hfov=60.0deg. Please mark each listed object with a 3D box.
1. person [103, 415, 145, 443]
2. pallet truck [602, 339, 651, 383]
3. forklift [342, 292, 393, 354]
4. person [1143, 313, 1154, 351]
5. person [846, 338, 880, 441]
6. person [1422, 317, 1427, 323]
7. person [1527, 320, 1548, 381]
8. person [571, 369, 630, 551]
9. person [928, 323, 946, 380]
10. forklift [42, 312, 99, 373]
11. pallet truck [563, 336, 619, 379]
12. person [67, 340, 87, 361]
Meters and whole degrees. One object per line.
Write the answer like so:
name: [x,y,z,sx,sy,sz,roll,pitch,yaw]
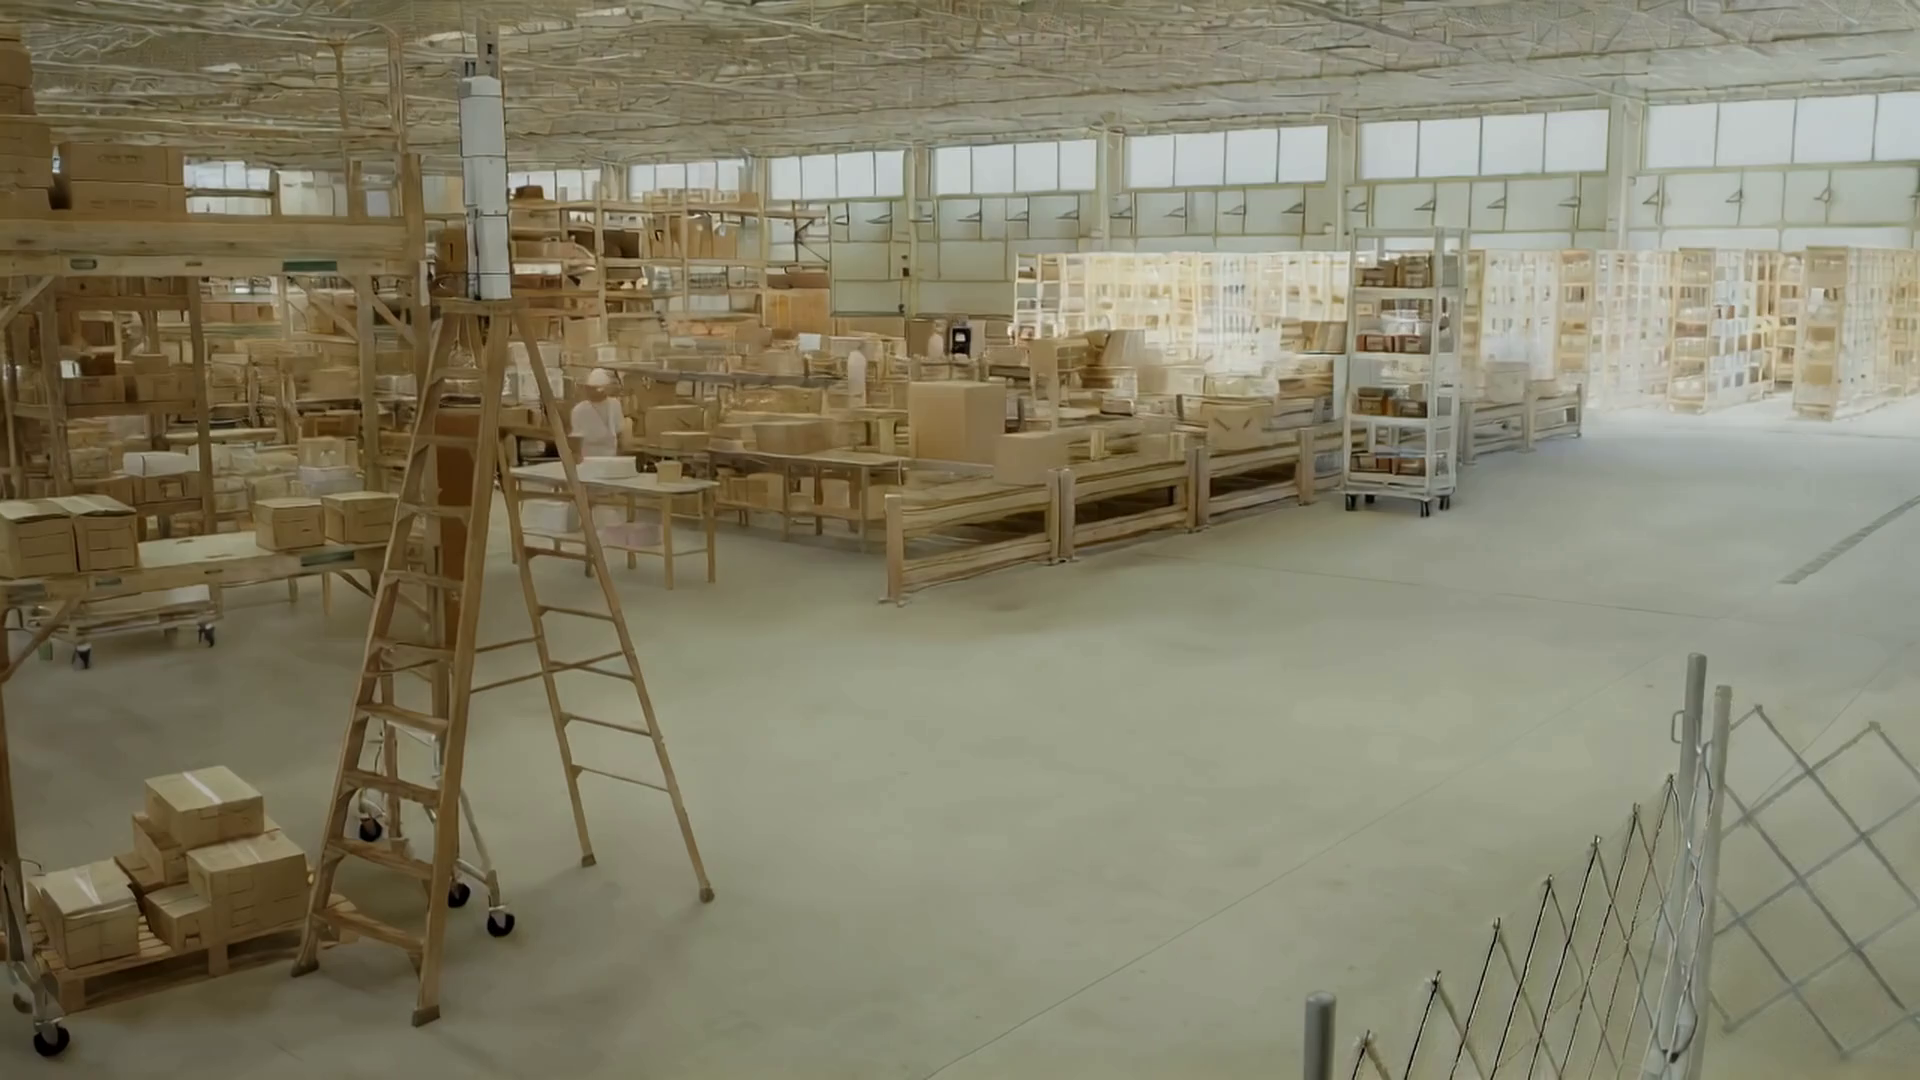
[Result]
person: [-11.301,-1.440,22.340,0.606,1.812,0.680,7,12,38]
pallet truck: [-8.991,-4.871,45.351,0.653,1.274,1.630,7,11,37]
forklift: [-16.485,-5.622,45.120,1.129,2.768,1.873,7,11,37]
person: [5.699,-6.062,50.792,1.014,1.952,0.625,3,9,16]
person: [-1.746,-2.720,30.121,0.731,1.869,0.677,-4,10,-21]
person: [13.138,-5.394,46.955,0.601,1.830,0.404,1,9,5]
person: [15.579,-5.004,44.629,0.957,1.790,0.570,6,11,33]
person: [-4.010,-0.909,18.492,1.033,1.996,0.612,8,12,43]
person: [-0.535,-4.877,44.054,0.872,1.728,0.549,8,12,40]
forklift: [-23.779,-5.451,44.052,1.873,2.768,1.129,7,11,36]
pallet truck: [-10.690,-5.294,48.215,1.601,1.201,0.680,-5,10,-26]
person: [-18.961,-3.503,35.882,0.854,1.585,0.540,7,12,39]
